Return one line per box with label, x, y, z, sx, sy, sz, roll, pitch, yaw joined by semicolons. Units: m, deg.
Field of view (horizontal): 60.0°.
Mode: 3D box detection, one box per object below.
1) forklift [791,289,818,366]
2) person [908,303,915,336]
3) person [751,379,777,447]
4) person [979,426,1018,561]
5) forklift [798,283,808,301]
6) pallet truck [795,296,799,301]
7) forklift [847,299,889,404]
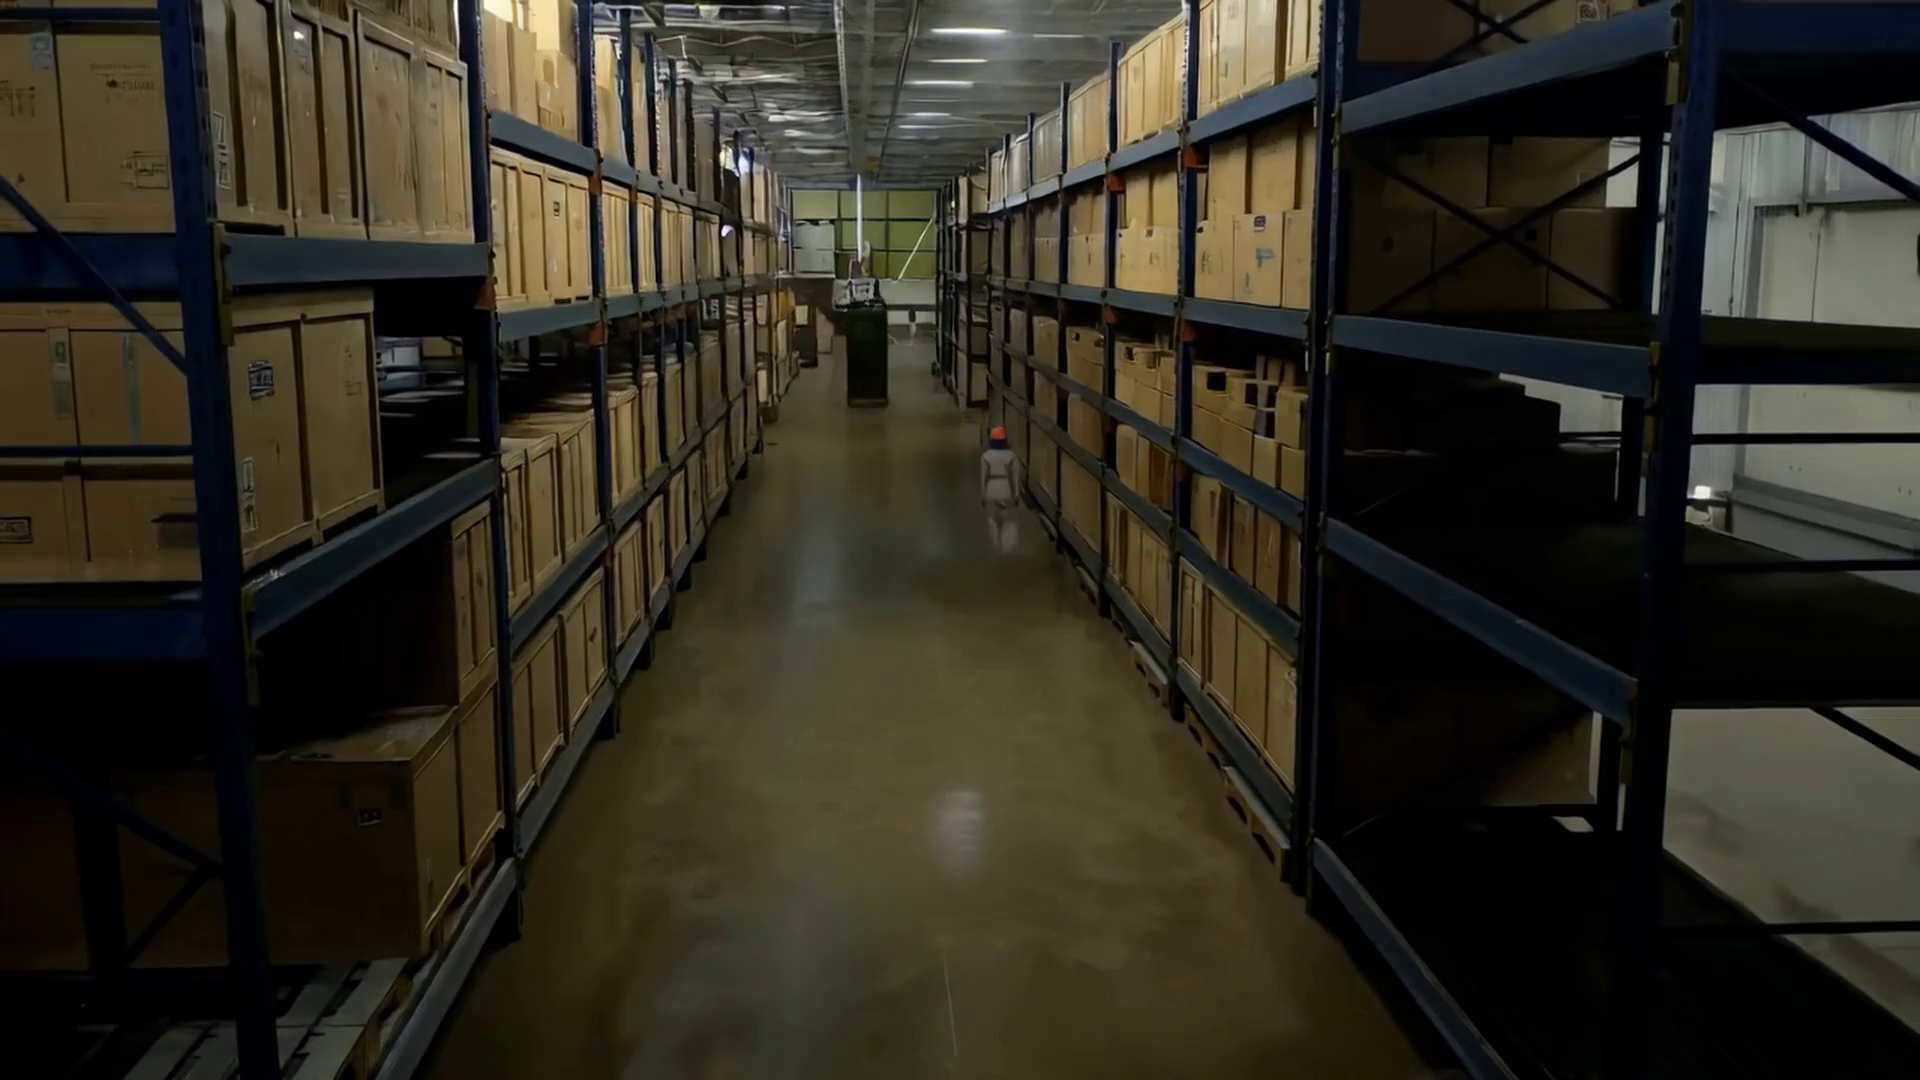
forklift;-5.859;-7.870;61.476;1.129;2.768;1.873;-1;10;-3
person;-2.527;-11.499;86.712;0.318;1.691;0.535;8;12;38
person;-4.346;-2.829;34.432;0.996;1.859;0.663;0;10;0
person;0.506;-0.606;21.501;0.513;1.723;0.486;1;10;8
forklift;-7.751;-10.953;79.894;1.129;2.768;1.873;-4;10;-22
pallet truck;-8.622;-12.439;91.403;1.885;1.965;0.823;2;10;13
forklift;-2.521;-5.138;45.159;1.129;2.768;1.873;-1;10;-3
